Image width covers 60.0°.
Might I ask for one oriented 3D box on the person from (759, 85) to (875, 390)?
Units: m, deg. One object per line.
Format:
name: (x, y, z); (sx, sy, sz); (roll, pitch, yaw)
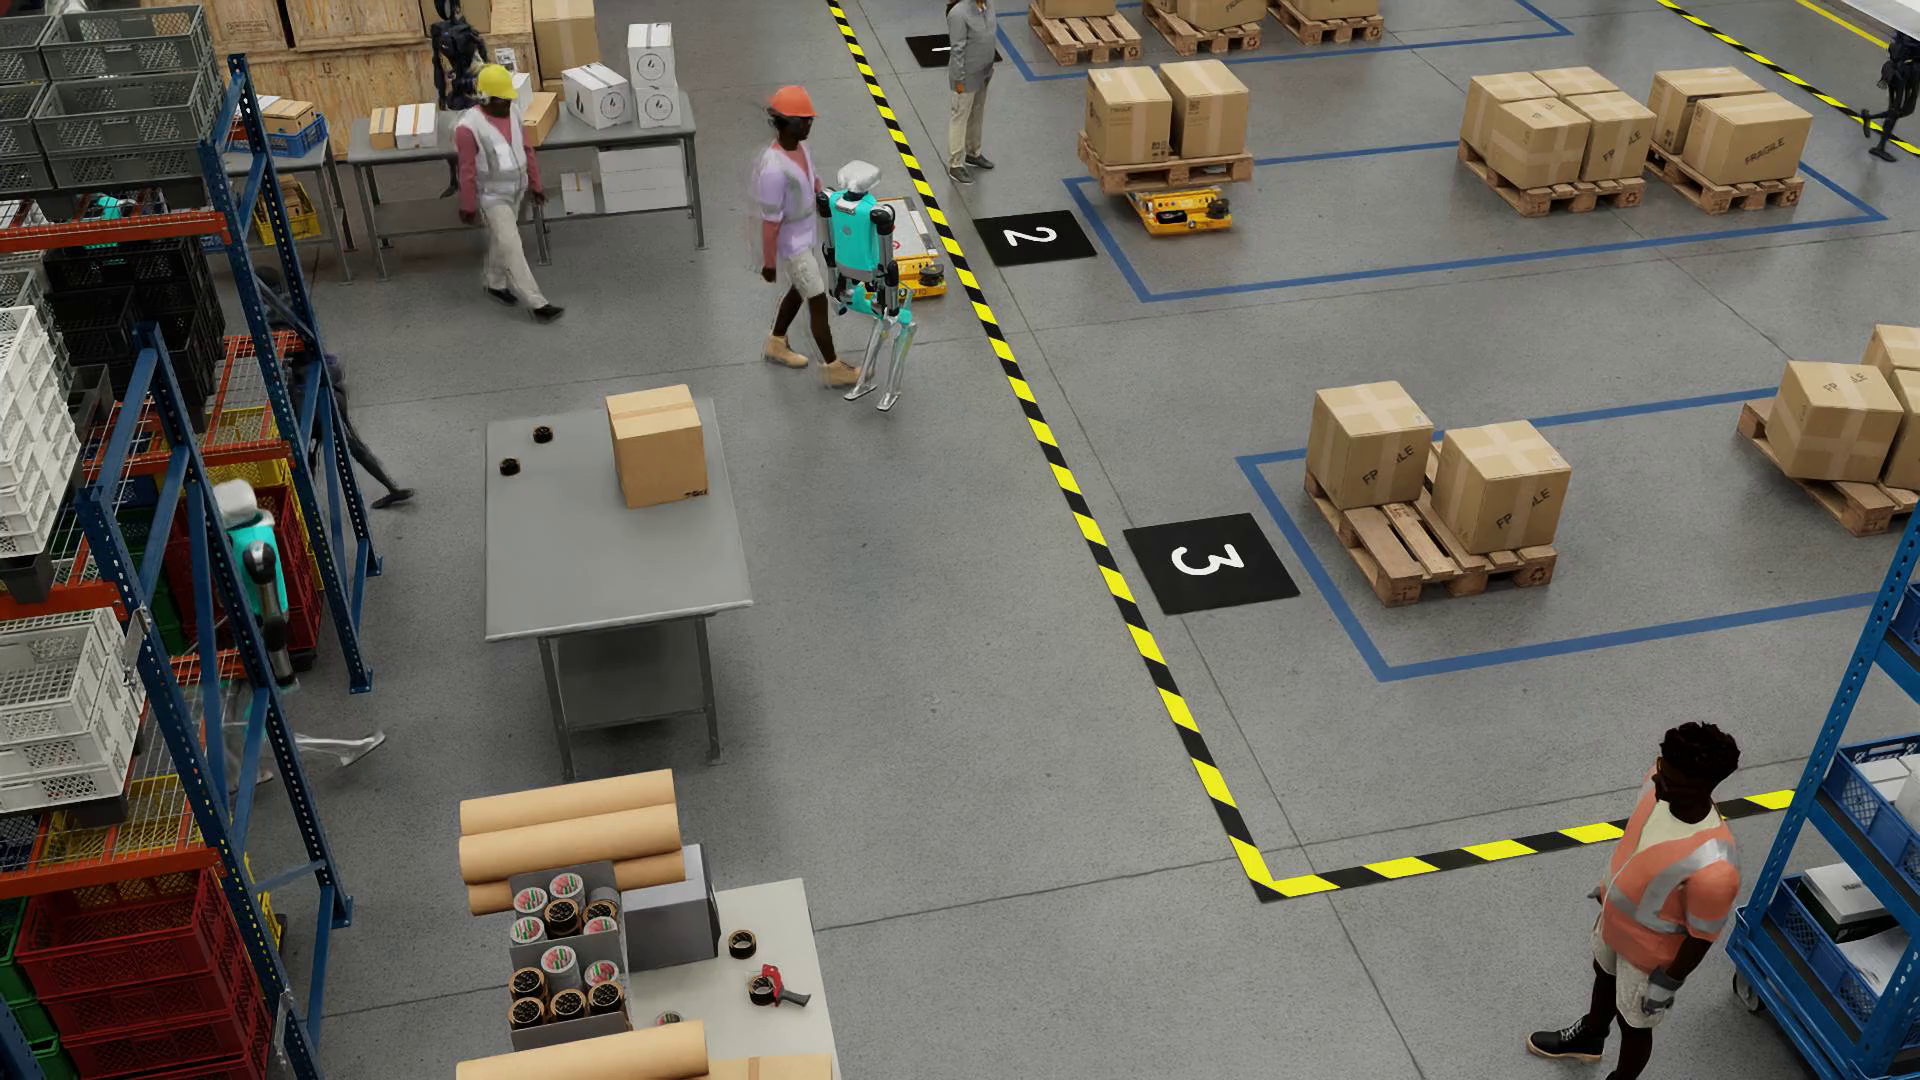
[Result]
person: (-0.980, -1.937, 10.719); (0.804, 1.989, 0.621); (5, 37, 7)

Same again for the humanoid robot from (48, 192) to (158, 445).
humanoid robot: (-5.082, -1.313, 10.005); (0.533, 1.692, 0.732); (-5, 37, -6)

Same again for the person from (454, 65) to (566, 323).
person: (-3.068, -2.383, 11.480); (0.881, 1.786, 0.601); (16, 40, 20)

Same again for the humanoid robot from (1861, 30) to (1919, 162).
humanoid robot: (7.817, -4.007, 13.767); (0.601, 1.632, 0.560); (-14, 39, -18)

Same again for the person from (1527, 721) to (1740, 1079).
person: (2.541, 1.437, 6.201); (0.361, 1.964, 0.612); (-2, 37, -2)

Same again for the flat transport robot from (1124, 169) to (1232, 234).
flat transport robot: (1.642, -2.890, 13.414); (0.652, 0.197, 1.431); (-8, 37, -10)

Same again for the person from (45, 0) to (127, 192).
person: (-6.912, -3.666, 13.090); (0.411, 1.935, 0.604); (-25, 43, -30)

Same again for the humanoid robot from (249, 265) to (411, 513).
humanoid robot: (-3.682, -0.819, 9.506); (0.768, 1.622, 0.613); (-2, 37, -2)

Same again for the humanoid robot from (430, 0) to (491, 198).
humanoid robot: (-3.886, -3.502, 13.117); (0.612, 1.644, 0.575); (17, 40, 21)

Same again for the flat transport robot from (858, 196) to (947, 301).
flat transport robot: (-0.570, -2.220, 12.538); (0.659, 0.231, 1.431); (-8, 37, -10)

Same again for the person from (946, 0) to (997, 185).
person: (0.097, -3.769, 13.367); (0.407, 1.761, 0.572); (20, 41, 24)

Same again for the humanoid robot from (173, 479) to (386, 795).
humanoid robot: (-3.297, 0.527, 7.613); (1.005, 1.737, 0.549); (-20, 41, -25)

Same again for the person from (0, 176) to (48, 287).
person: (-5.912, -1.664, 10.439); (0.574, 1.882, 0.356); (-30, 46, -34)

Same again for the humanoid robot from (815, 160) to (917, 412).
humanoid robot: (-0.495, -1.625, 10.400); (0.533, 1.672, 0.735); (21, 41, 26)
